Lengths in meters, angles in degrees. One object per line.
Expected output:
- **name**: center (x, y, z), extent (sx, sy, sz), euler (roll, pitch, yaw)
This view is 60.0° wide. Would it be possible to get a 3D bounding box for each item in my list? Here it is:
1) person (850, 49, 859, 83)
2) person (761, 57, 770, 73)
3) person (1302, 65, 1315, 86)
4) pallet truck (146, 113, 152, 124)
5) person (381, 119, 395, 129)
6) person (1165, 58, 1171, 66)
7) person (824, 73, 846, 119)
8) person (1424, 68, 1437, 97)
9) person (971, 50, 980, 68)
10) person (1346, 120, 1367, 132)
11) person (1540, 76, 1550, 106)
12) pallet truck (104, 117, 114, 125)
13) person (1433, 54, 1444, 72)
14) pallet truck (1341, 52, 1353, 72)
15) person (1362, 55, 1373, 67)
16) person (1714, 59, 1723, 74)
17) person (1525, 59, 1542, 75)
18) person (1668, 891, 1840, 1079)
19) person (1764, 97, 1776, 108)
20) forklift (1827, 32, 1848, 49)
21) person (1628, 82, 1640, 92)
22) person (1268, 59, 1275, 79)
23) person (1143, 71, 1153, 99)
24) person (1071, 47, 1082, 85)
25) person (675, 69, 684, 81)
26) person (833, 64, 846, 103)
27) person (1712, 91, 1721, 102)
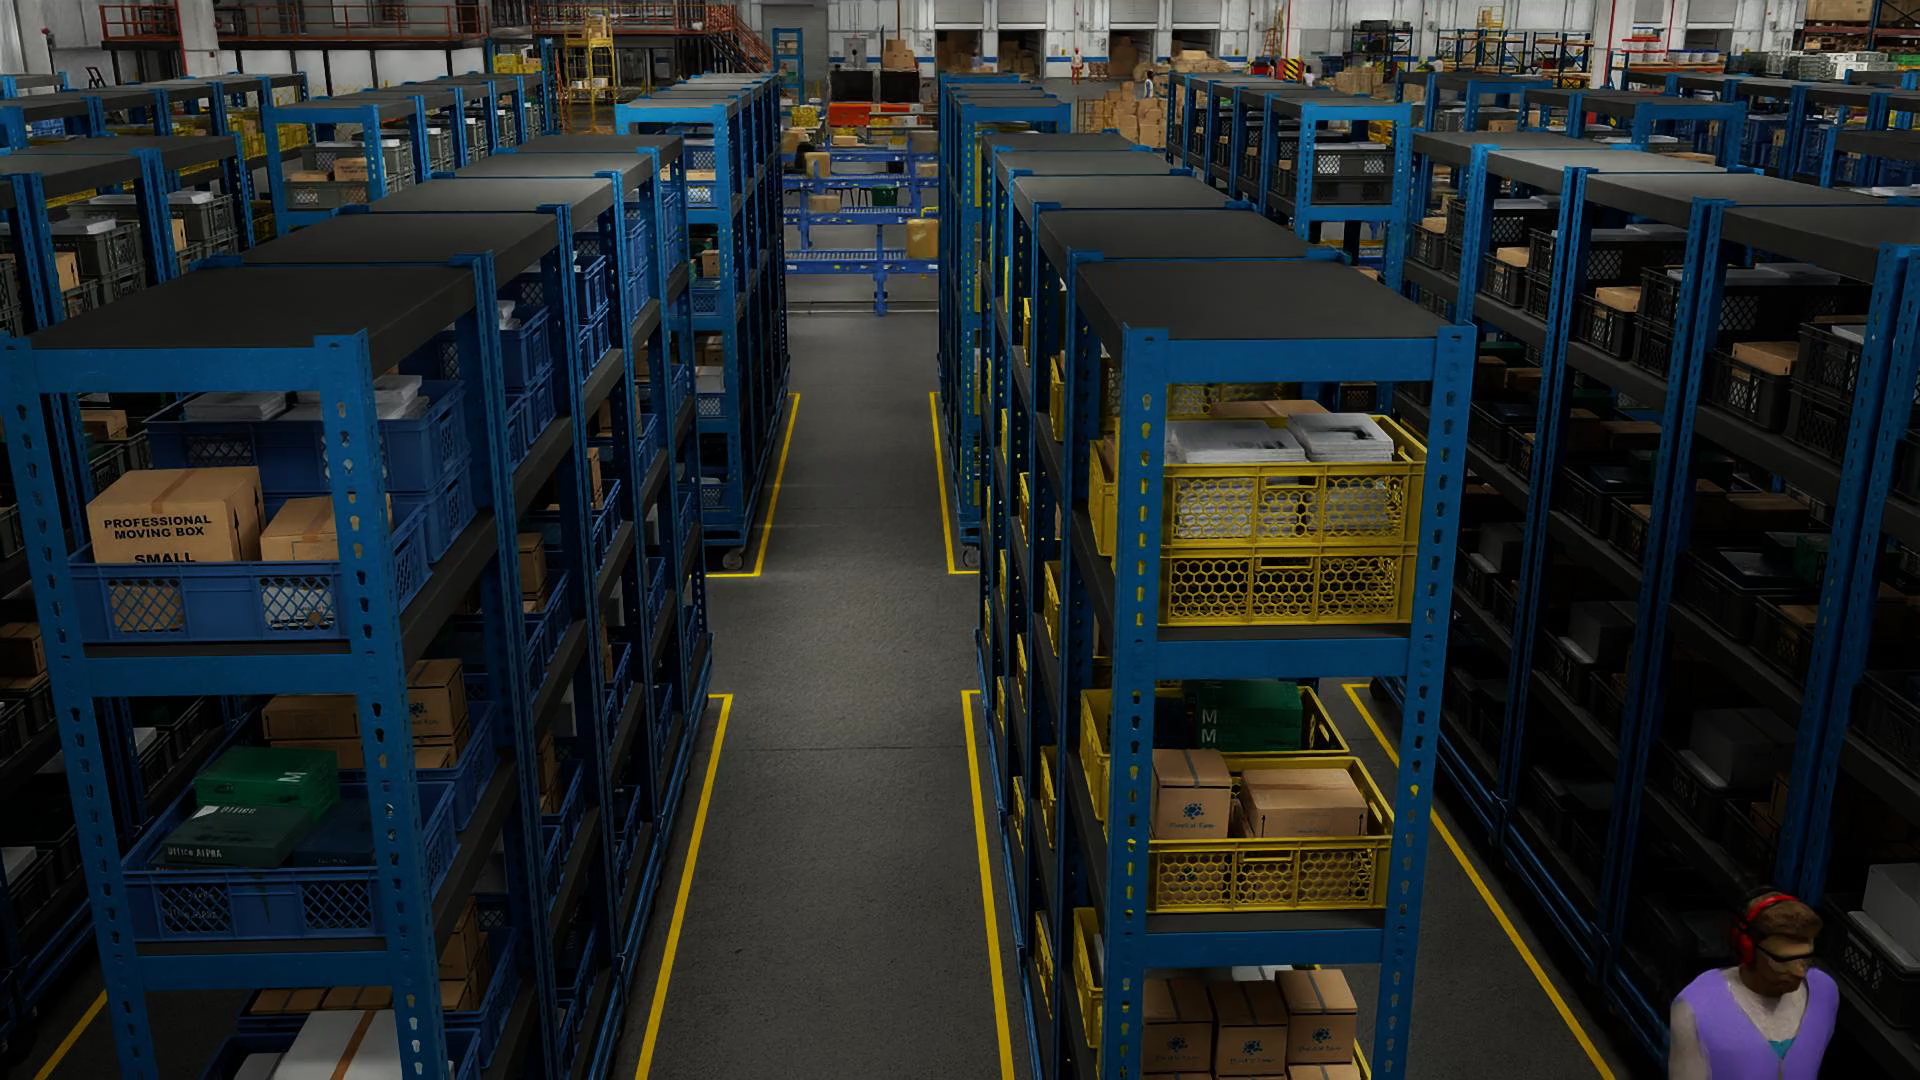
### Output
- **person**: center (-5.866, -26.334, 92.460), extent (0.620, 1.821, 0.636), euler (-13, 22, -36)
- **person**: center (-9.587, -22.990, 82.256), extent (0.502, 1.722, 0.602), euler (-9, 20, -26)
- **person**: center (13.909, -18.099, 66.840), extent (0.616, 1.893, 0.723), euler (-8, 20, -24)
- **pallet truck**: center (-18.087, -8.309, 36.390), extent (1.885, 1.965, 0.823), euler (-1, 18, -4)
- **person**: center (-12.336, -8.246, 36.225), extent (0.605, 1.993, 1.076), euler (-16, 24, -40)
- **person**: center (9.806, -21.624, 77.856), extent (0.569, 1.840, 0.401), euler (1, 18, 2)
- **person**: center (-4.906, -17.061, 63.928), extent (0.923, 1.718, 0.527), euler (5, 19, 15)
- **person**: center (18.464, -17.555, 65.252), extent (0.549, 1.843, 0.697), euler (12, 22, 34)
- **person**: center (0.848, -24.924, 87.939), extent (0.548, 1.921, 0.625), euler (-14, 22, -36)
- **person**: center (11.486, -11.975, 48.078), extent (0.616, 1.782, 0.922), euler (1, 18, 2)
- **person**: center (19.945, -14.926, 56.996), extent (0.788, 1.916, 0.559), euler (4, 18, 12)
- **pallet truck**: center (-18.367, -7.885, 35.078), extent (1.885, 1.965, 0.823), euler (1, 18, 2)
- **person**: center (22.940, -22.301, 79.784), extent (0.361, 1.937, 0.634), euler (-8, 20, -25)
- **pallet truck**: center (18.794, -23.123, 82.231), extent (0.823, 1.965, 1.885), euler (-13, 22, -35)
- **person**: center (20.134, -22.939, 81.946), extent (0.657, 1.817, 0.740), euler (-7, 19, -20)
- **person**: center (33.571, -20.302, 73.619), extent (0.608, 1.926, 0.645), euler (1, 18, 2)
- **person**: center (24.052, -19.138, 69.830), extent (0.679, 2.000, 0.537), euler (5, 19, 16)
- **person**: center (2.360, 1.896, 5.073), extent (0.575, 1.829, 0.450), euler (-3, 18, -10)
- **person**: center (27.269, -14.508, 56.051), extent (0.322, 1.697, 0.535), euler (-1, 18, -4)
- **forklift**: center (46.023, -25.321, 87.619), extent (1.129, 2.768, 1.873), euler (-1, 18, -2)
- **person**: center (24.355, -15.959, 60.158), extent (0.542, 1.938, 0.358), euler (-8, 20, -24)
- **person**: center (15.023, -22.346, 80.308), extent (0.318, 1.697, 0.533), euler (7, 19, 20)
- **person**: center (6.914, -16.226, 61.012), extent (0.391, 1.920, 0.587), euler (2, 18, 7)
- **person**: center (6.360, -25.857, 90.700), extent (0.612, 1.991, 0.392), euler (-3, 18, -9)
- **person**: center (-10.865, -17.332, 64.555), extent (0.345, 1.845, 0.505), euler (-9, 20, -26)
- **person**: center (-4.797, -18.124, 66.851), extent (0.802, 1.934, 0.626), euler (14, 23, 37)
- **person**: center (26.518, -15.135, 58.092), extent (0.515, 1.636, 0.315), euler (12, 22, 34)
